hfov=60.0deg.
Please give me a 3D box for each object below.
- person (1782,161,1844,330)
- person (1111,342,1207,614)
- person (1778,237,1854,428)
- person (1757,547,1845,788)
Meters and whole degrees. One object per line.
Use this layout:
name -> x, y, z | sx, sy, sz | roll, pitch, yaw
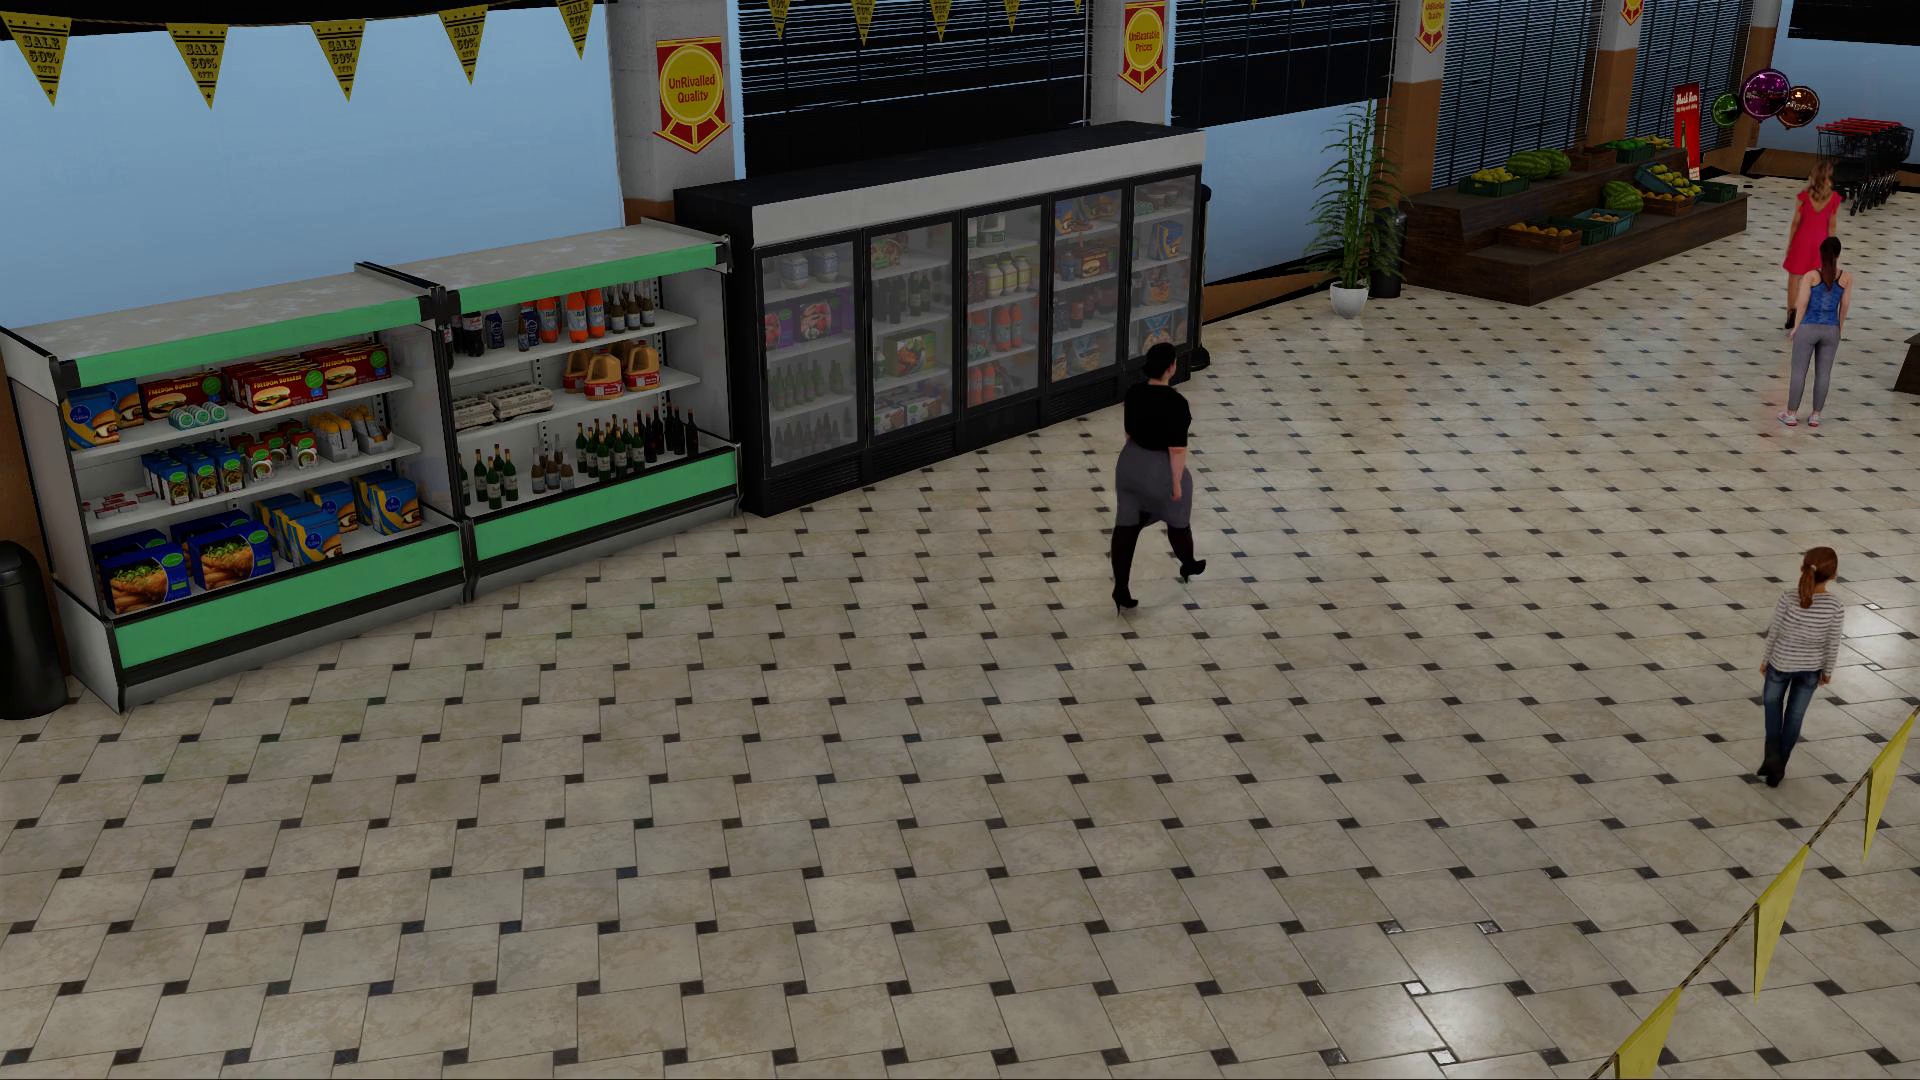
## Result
person -> 8.717, -3.012, 17.058 | 0.753, 1.722, 0.862 | 7, 23, 17
person -> 1.145, -0.345, 10.430 | 0.676, 1.716, 1.053 | 19, 29, 39
person -> 7.271, -1.764, 14.105 | 0.651, 1.609, 0.687 | 4, 22, 10
person -> 4.239, 0.673, 8.441 | 0.573, 1.310, 0.644 | 10, 24, 23
